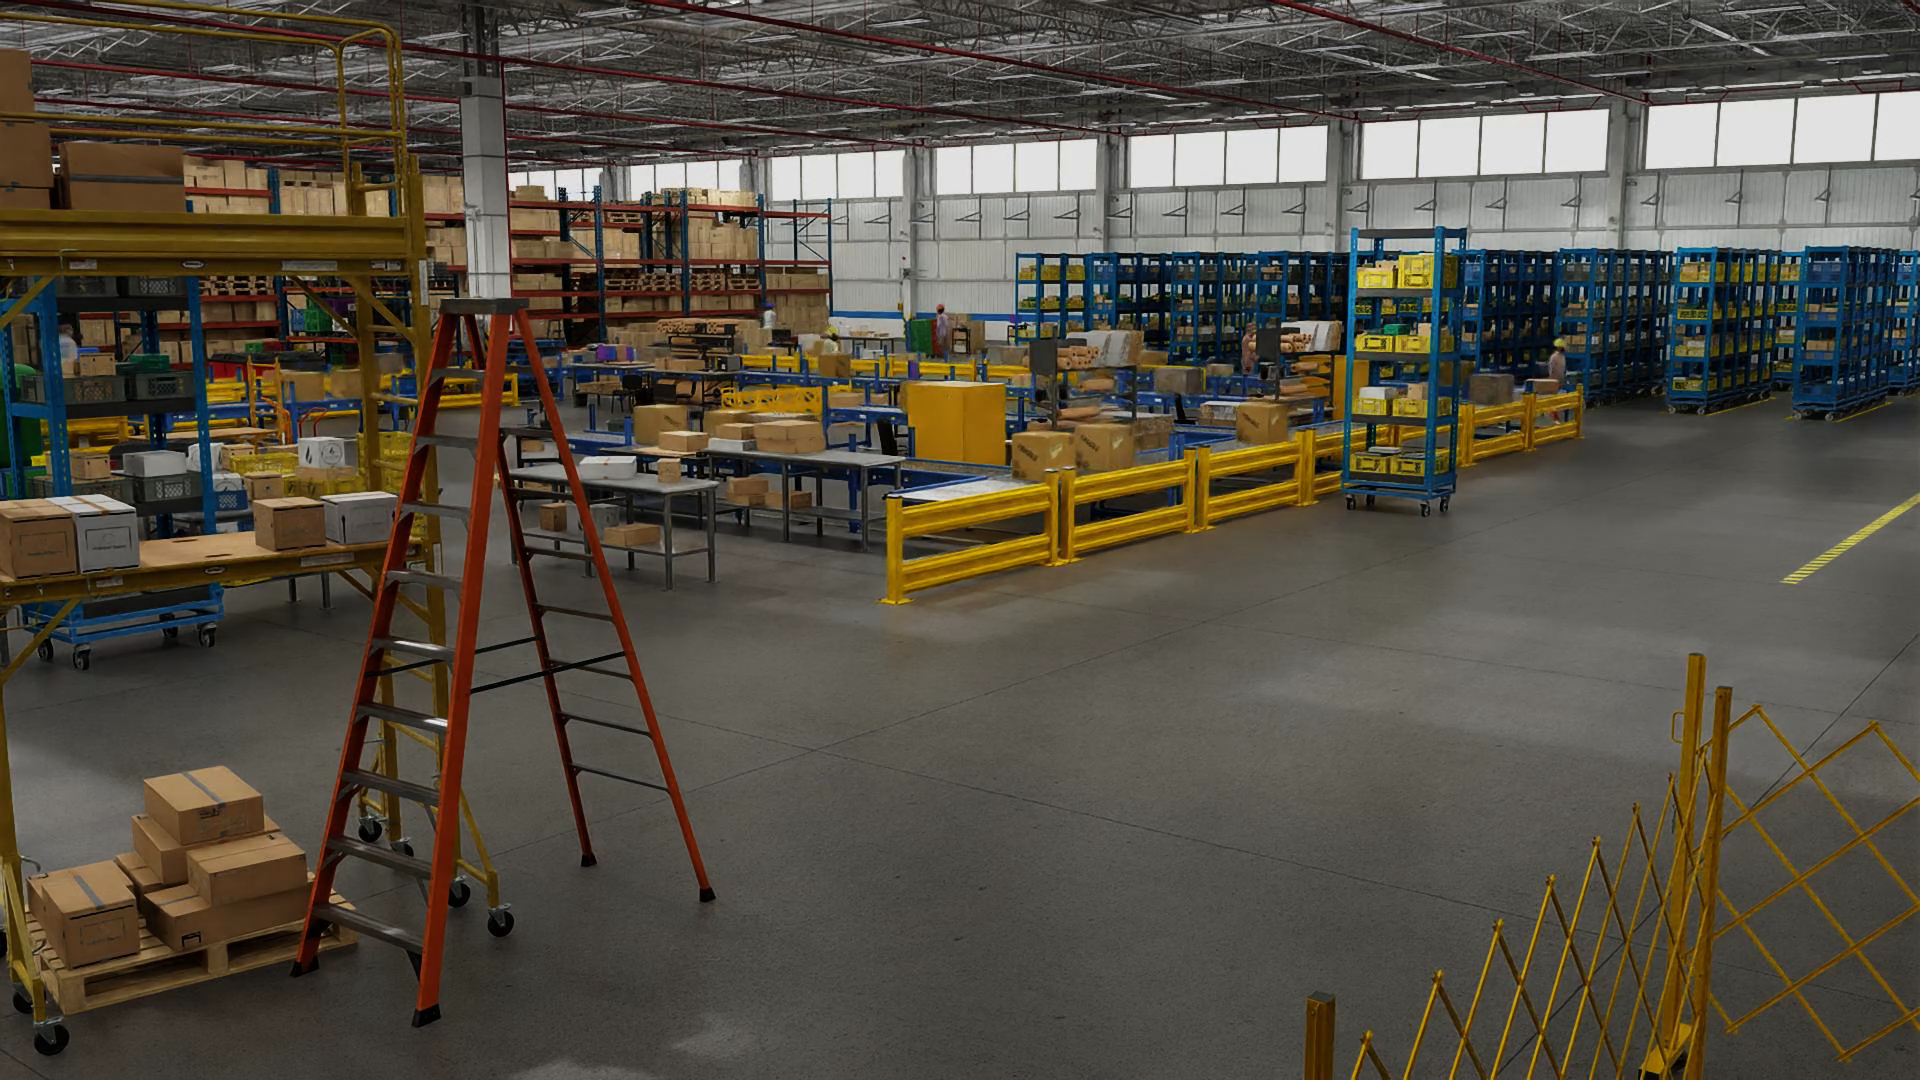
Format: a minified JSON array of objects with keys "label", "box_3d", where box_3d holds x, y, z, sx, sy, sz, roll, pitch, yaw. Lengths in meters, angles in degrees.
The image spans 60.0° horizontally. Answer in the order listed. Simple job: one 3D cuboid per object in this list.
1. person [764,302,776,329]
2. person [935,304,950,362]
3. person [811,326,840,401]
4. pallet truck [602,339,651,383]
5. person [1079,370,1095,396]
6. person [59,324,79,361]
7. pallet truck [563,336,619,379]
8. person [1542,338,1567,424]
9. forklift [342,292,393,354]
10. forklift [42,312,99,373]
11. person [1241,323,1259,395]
[{"label":"person","box_3d":[-7.293,-8.166,63.988,0.604,1.927,0.479,6,11,35]},{"label":"person","box_3d":[-0.639,-6.885,55.642,0.436,2.029,0.635,4,10,23]},{"label":"person","box_3d":[-3.107,-4.162,39.387,0.850,1.803,0.586,3,10,20]},{"label":"pallet truck","box_3d":[-8.991,-4.871,45.351,0.653,1.274,1.630,7,11,37]},{"label":"person","box_3d":[2.228,-2.412,29.121,0.872,1.587,0.512,4,10,26]},{"label":"person","box_3d":[-20.530,-4.030,38.263,0.658,1.887,0.682,8,12,39]},{"label":"pallet truck","box_3d":[-10.690,-5.294,48.215,1.601,1.201,0.680,-5,10,-26]},{"label":"person","box_3d":[11.981,-3.200,33.523,0.530,1.752,0.554,-7,12,-39]},{"label":"forklift","box_3d":[-16.485,-5.622,45.120,1.129,2.768,1.873,7,11,37]},{"label":"forklift","box_3d":[-23.779,-5.451,44.052,1.873,2.768,1.129,7,11,36]},{"label":"person","box_3d":[6.664,-4.020,38.173,0.402,1.904,0.638,3,10,18]}]
